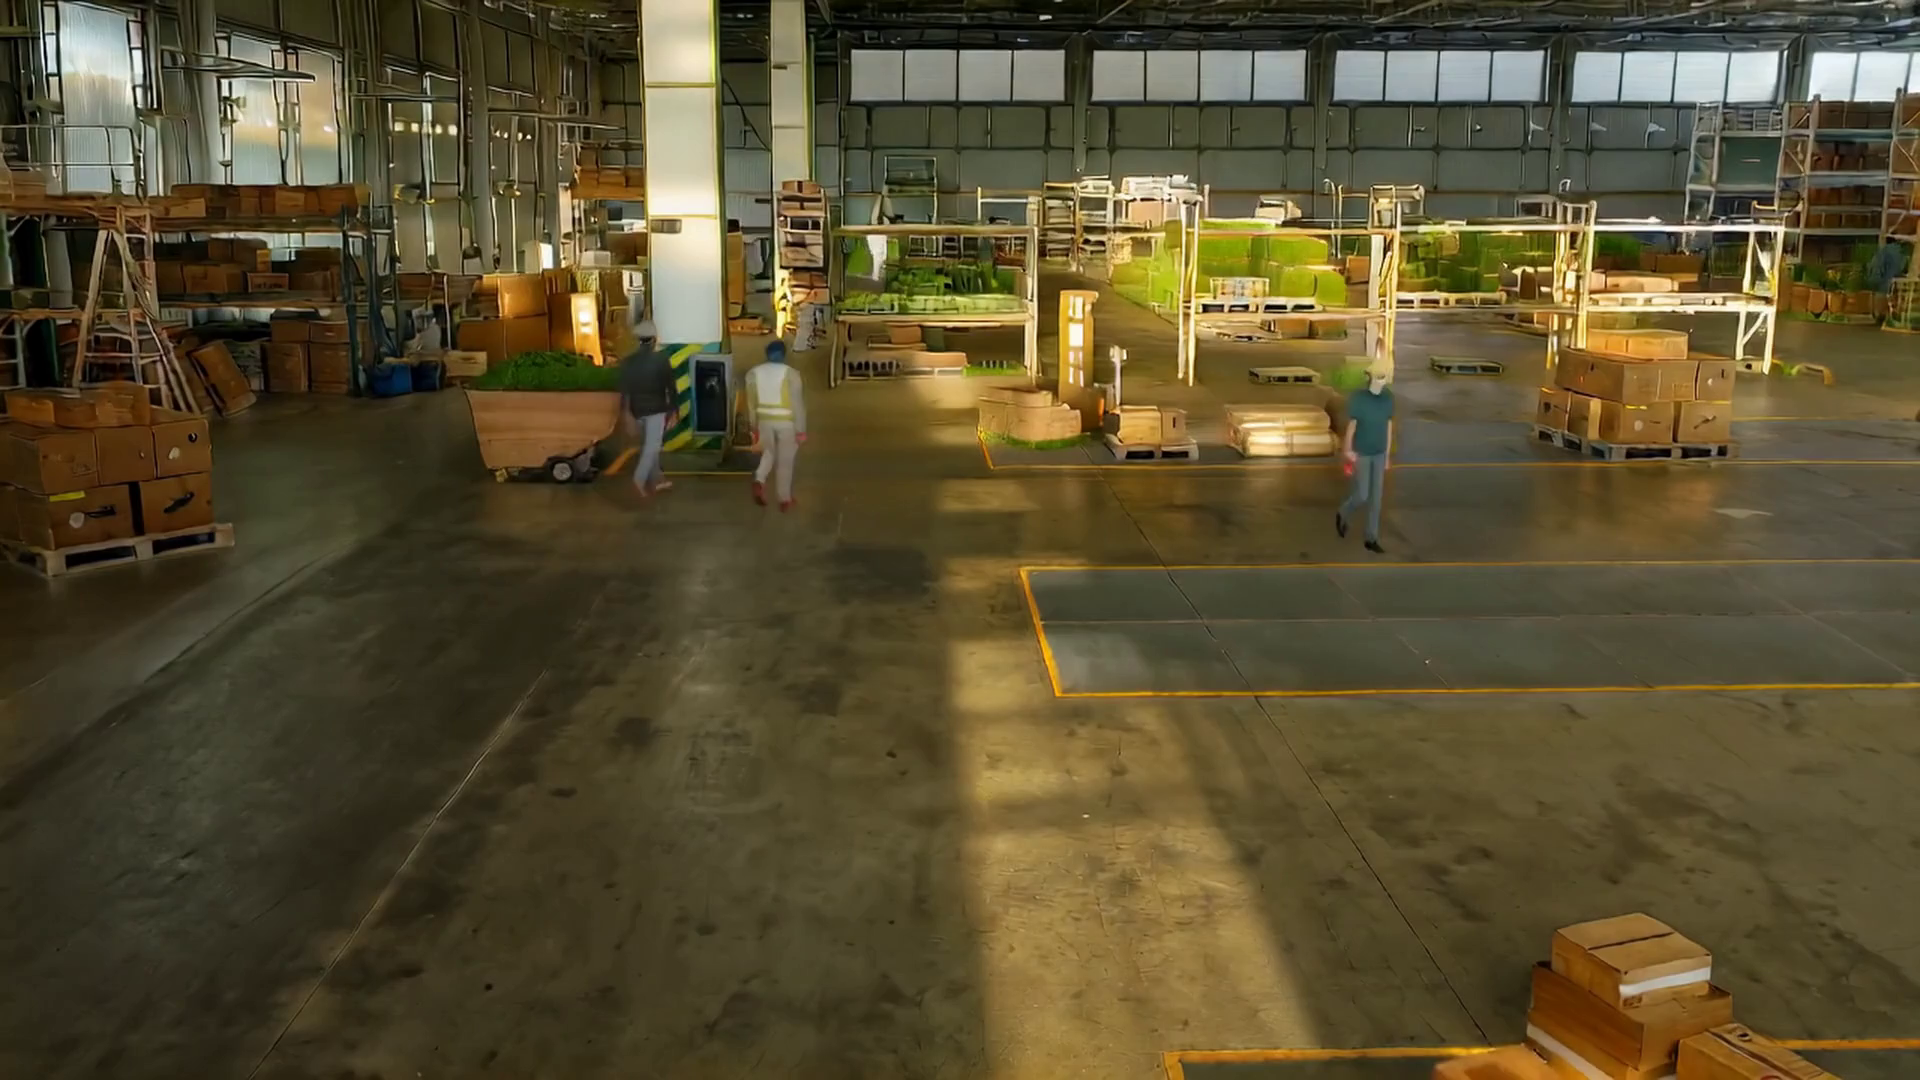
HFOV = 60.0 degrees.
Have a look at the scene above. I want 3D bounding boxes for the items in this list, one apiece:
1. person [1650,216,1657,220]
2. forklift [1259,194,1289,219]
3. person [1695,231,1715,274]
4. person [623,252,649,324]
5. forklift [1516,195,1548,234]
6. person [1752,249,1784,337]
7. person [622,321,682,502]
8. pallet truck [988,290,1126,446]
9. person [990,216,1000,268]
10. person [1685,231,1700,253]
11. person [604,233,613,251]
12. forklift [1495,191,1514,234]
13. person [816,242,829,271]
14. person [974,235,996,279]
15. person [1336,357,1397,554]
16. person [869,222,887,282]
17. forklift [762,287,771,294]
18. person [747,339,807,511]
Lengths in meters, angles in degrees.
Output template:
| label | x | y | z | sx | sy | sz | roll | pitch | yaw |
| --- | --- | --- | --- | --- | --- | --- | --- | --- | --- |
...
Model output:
| label | x | y | z | sx | sy | sz | roll | pitch | yaw |
| --- | --- | --- | --- | --- | --- | --- | --- | --- | --- |
| person | 24.985 | -10.723 | 60.174 | 0.520 | 1.976 | 0.624 | -12 | 17 | -43 |
| forklift | 10.377 | -10.079 | 55.229 | 1.129 | 2.768 | 1.873 | 9 | 15 | 34 |
| person | 25.495 | -9.984 | 57.013 | 0.645 | 1.922 | 0.614 | 0 | 12 | 0 |
| person | -6.892 | -5.194 | 35.468 | 0.617 | 1.870 | 0.407 | -11 | 16 | -40 |
| forklift | 18.517 | -9.808 | 54.003 | 1.129 | 2.768 | 1.873 | -1 | 13 | -3 |
| person | 17.696 | -5.419 | 36.443 | 0.615 | 1.880 | 0.893 | 7 | 14 | 29 |
| person | -3.439 | -1.416 | 18.237 | 0.614 | 1.958 | 0.971 | 6 | 14 | 25 |
| pallet truck | 1.257 | -2.299 | 22.111 | 1.885 | 1.965 | 0.823 | -9 | 15 | -35 |
| person | 1.243 | -11.135 | 62.187 | 0.567 | 1.913 | 0.574 | -1 | 13 | -7 |
| person | 25.188 | -9.855 | 57.072 | 0.539 | 1.612 | 0.650 | 2 | 13 | 10 |
| person | -11.134 | -9.035 | 53.386 | 0.605 | 1.614 | 0.539 | 9 | 15 | 36 |
| forklift | 20.535 | -11.778 | 62.898 | 1.873 | 2.768 | 1.129 | 0 | 12 | -2 |
| person | -3.662 | -7.235 | 45.011 | 0.466 | 1.725 | 0.502 | -8 | 15 | -33 |
| person | 0.735 | -8.040 | 48.187 | 0.651 | 1.928 | 0.517 | 0 | 12 | 1 |
| person | 3.856 | -0.819 | 15.746 | 0.530 | 1.853 | 0.578 | -4 | 13 | -17 |
| person | -2.670 | -9.403 | 54.359 | 0.651 | 1.918 | 0.454 | -9 | 15 | -34 |
| forklift | -4.846 | -8.616 | 48.621 | 1.873 | 2.768 | 1.129 | 0 | 12 | -2 |
| person | -1.922 | -1.207 | 17.570 | 0.638 | 1.832 | 0.459 | 5 | 14 | 23 |
